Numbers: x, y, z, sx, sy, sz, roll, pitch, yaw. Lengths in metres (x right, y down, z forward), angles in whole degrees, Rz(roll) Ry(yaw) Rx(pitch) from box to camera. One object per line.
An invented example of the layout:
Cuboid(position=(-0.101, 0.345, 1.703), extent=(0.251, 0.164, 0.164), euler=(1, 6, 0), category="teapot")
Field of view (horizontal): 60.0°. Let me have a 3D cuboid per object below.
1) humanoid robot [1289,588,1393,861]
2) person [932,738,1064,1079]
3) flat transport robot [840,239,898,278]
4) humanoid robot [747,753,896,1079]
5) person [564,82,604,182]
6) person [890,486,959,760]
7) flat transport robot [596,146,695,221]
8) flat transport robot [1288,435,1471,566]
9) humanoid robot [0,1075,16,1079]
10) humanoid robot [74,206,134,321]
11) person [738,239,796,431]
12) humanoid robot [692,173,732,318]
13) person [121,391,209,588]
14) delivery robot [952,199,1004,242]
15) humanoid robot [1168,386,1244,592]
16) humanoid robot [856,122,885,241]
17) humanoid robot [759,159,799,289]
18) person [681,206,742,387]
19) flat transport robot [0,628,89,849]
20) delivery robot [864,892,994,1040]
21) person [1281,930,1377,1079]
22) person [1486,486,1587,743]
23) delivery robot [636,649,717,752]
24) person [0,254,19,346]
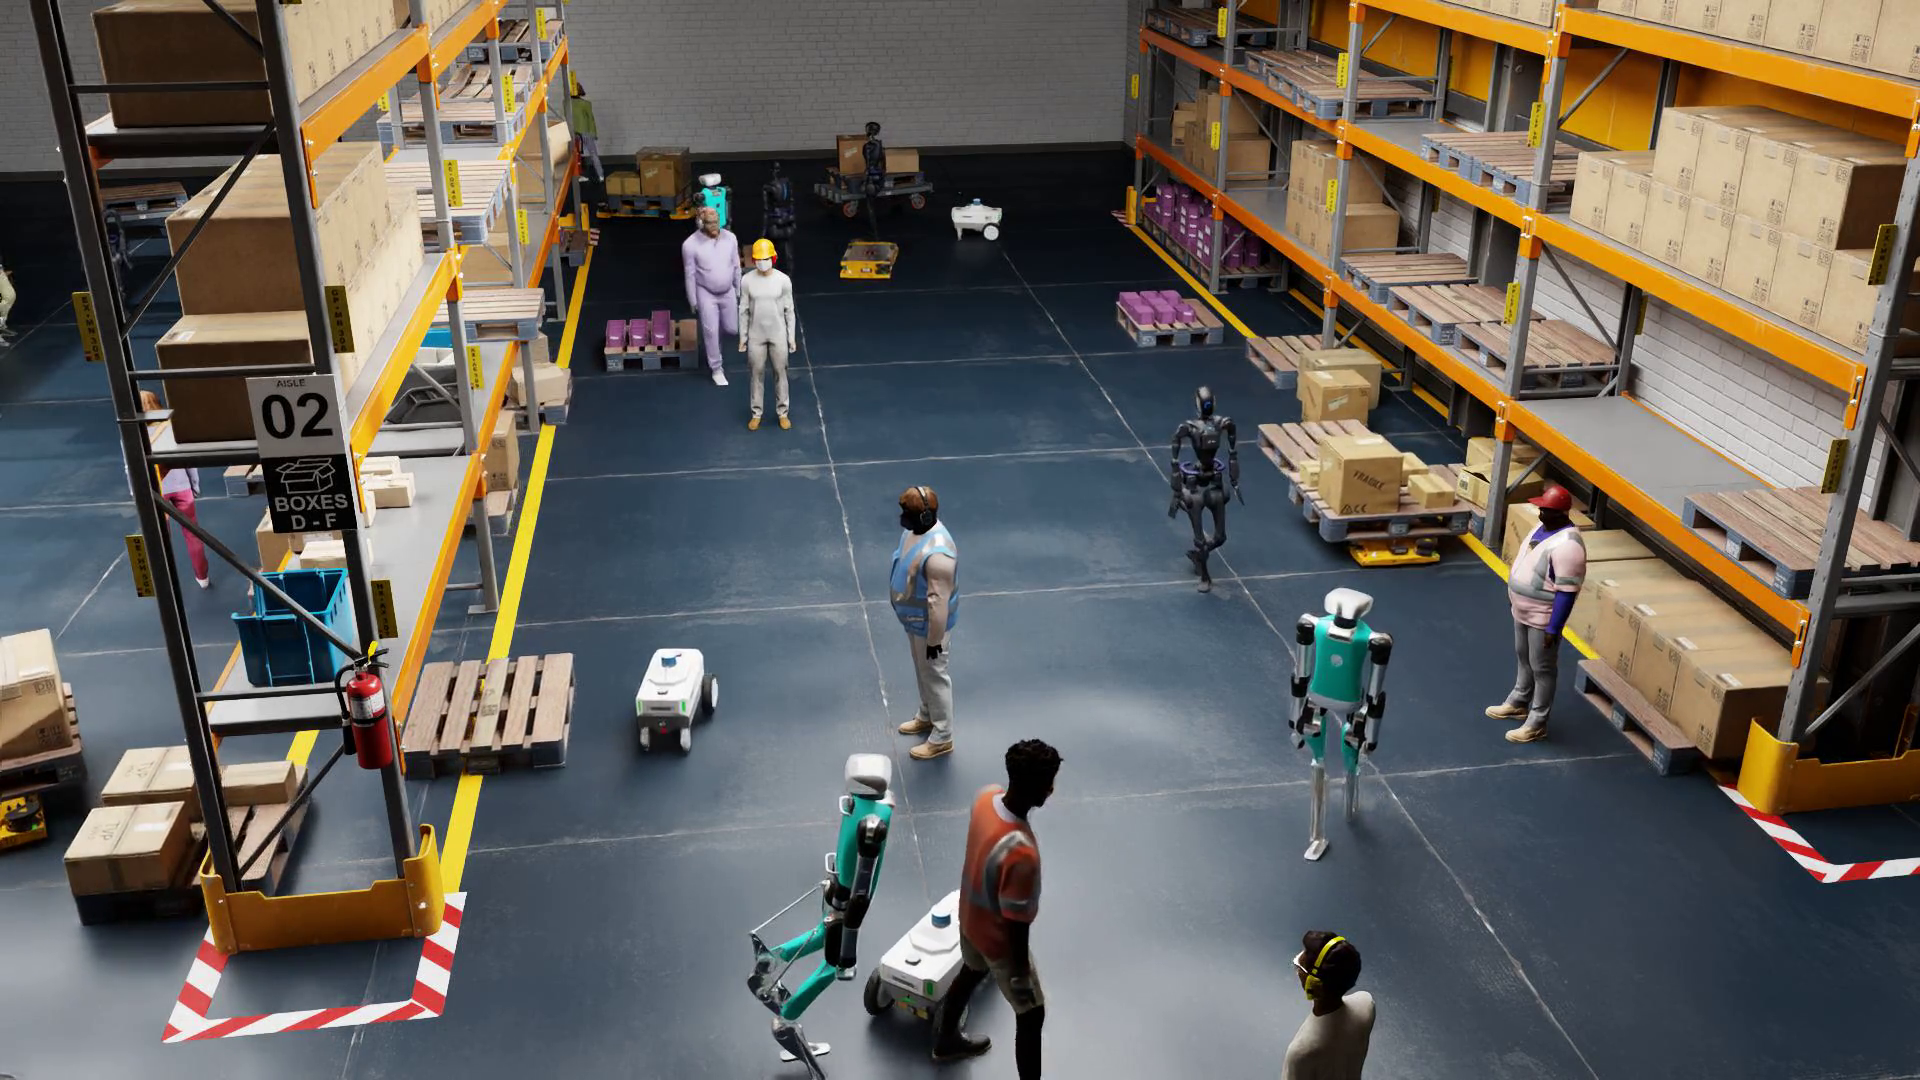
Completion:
Cuboid(position=(2.228, 1.036, 9.600), extent=(0.545, 1.860, 0.837), euler=(12, 27, 26), category="humanoid robot")
Cuboid(position=(0.245, 1.786, 7.582), extent=(0.562, 1.919, 0.785), euler=(-7, 25, -16), category="person")
Cuboid(position=(-1.204, -3.746, 22.213), extent=(0.659, 0.231, 1.431), euler=(1, 24, 2), category="flat transport robot")
Cuboid(position=(-0.706, 1.813, 7.733), extent=(0.835, 1.757, 0.545), euler=(-3, 24, -6), category="humanoid robot")
Cuboid(position=(-6.162, -6.657, 27.171), extent=(0.579, 1.610, 0.398), euler=(6, 24, 14), category="person")
Cuboid(position=(-0.226, 0.510, 10.578), extent=(0.431, 1.837, 0.631), euler=(-6, 24, -13), category="person")
Cuboid(position=(-4.694, -5.004, 25.079), extent=(1.431, 0.231, 0.659), euler=(2, 24, 5), category="flat transport robot")
Cuboid(position=(3.454, -0.153, 14.026), extent=(0.659, 0.231, 1.431), euler=(-3, 24, -7), category="flat transport robot")
Cuboid(position=(-3.284, 2.618, 5.980), extent=(0.597, 1.641, 0.647), euler=(12, 26, 25), category="humanoid robot")
Cuboid(position=(-10.127, -3.414, 19.714), extent=(0.602, 1.646, 0.463), euler=(-4, 24, -9), category="humanoid robot")
Cuboid(position=(-1.884, -2.000, 16.214), extent=(0.560, 1.896, 0.353), euler=(-1, 24, -3), category="person")
Cuboid(position=(-3.050, -3.470, 19.880), extent=(0.683, 1.877, 0.547), euler=(21, 31, 39), category="humanoid robot")
Cuboid(position=(-6.116, -0.362, 12.812), extent=(0.498, 1.629, 0.287), euler=(-16, 28, -31), category="person")
Cuboid(position=(0.275, -4.549, 23.703), extent=(0.780, 0.609, 0.499), euler=(2, 24, 5), category="delivery robot")
Cuboid(position=(1.899, -0.426, 12.924), extent=(0.609, 1.636, 0.502), euler=(-6, 25, -14), category="humanoid robot")
Cuboid(position=(-1.247, -5.042, 23.411), extent=(0.340, 1.657, 0.601), euler=(5, 24, 12), category="humanoid robot")
Cuboid(position=(-2.291, -4.002, 21.045), extent=(0.479, 1.641, 0.599), euler=(18, 29, 35), category="humanoid robot")
Cuboid(position=(-2.619, -2.619, 17.633), extent=(0.645, 1.892, 0.657), euler=(-15, 28, -30), category="person")
Cuboid(position=(-6.046, 1.510, 10.239), extent=(0.659, 0.231, 1.431), euler=(-13, 27, -27), category="flat transport robot")
Cuboid(position=(-0.106, 2.143, 8.455), extent=(0.499, 0.607, 0.801), euler=(14, 27, 29), category="delivery robot")
Cuboid(position=(1.357, 2.300, 6.447), extent=(0.329, 1.872, 0.506), euler=(21, 31, 39), category="person")
Cuboid(position=(3.739, 0.466, 10.770), extent=(0.420, 1.754, 0.599), euler=(-2, 24, -5), category="person")
Cuboid(position=(-1.908, 1.015, 11.033), extent=(0.499, 0.613, 0.797), euler=(0, 24, 1), category="delivery robot")
Cuboid(position=(-10.995, -3.058, 18.817), extent=(0.431, 1.734, 0.587), euler=(1, 24, 2), category="person")
